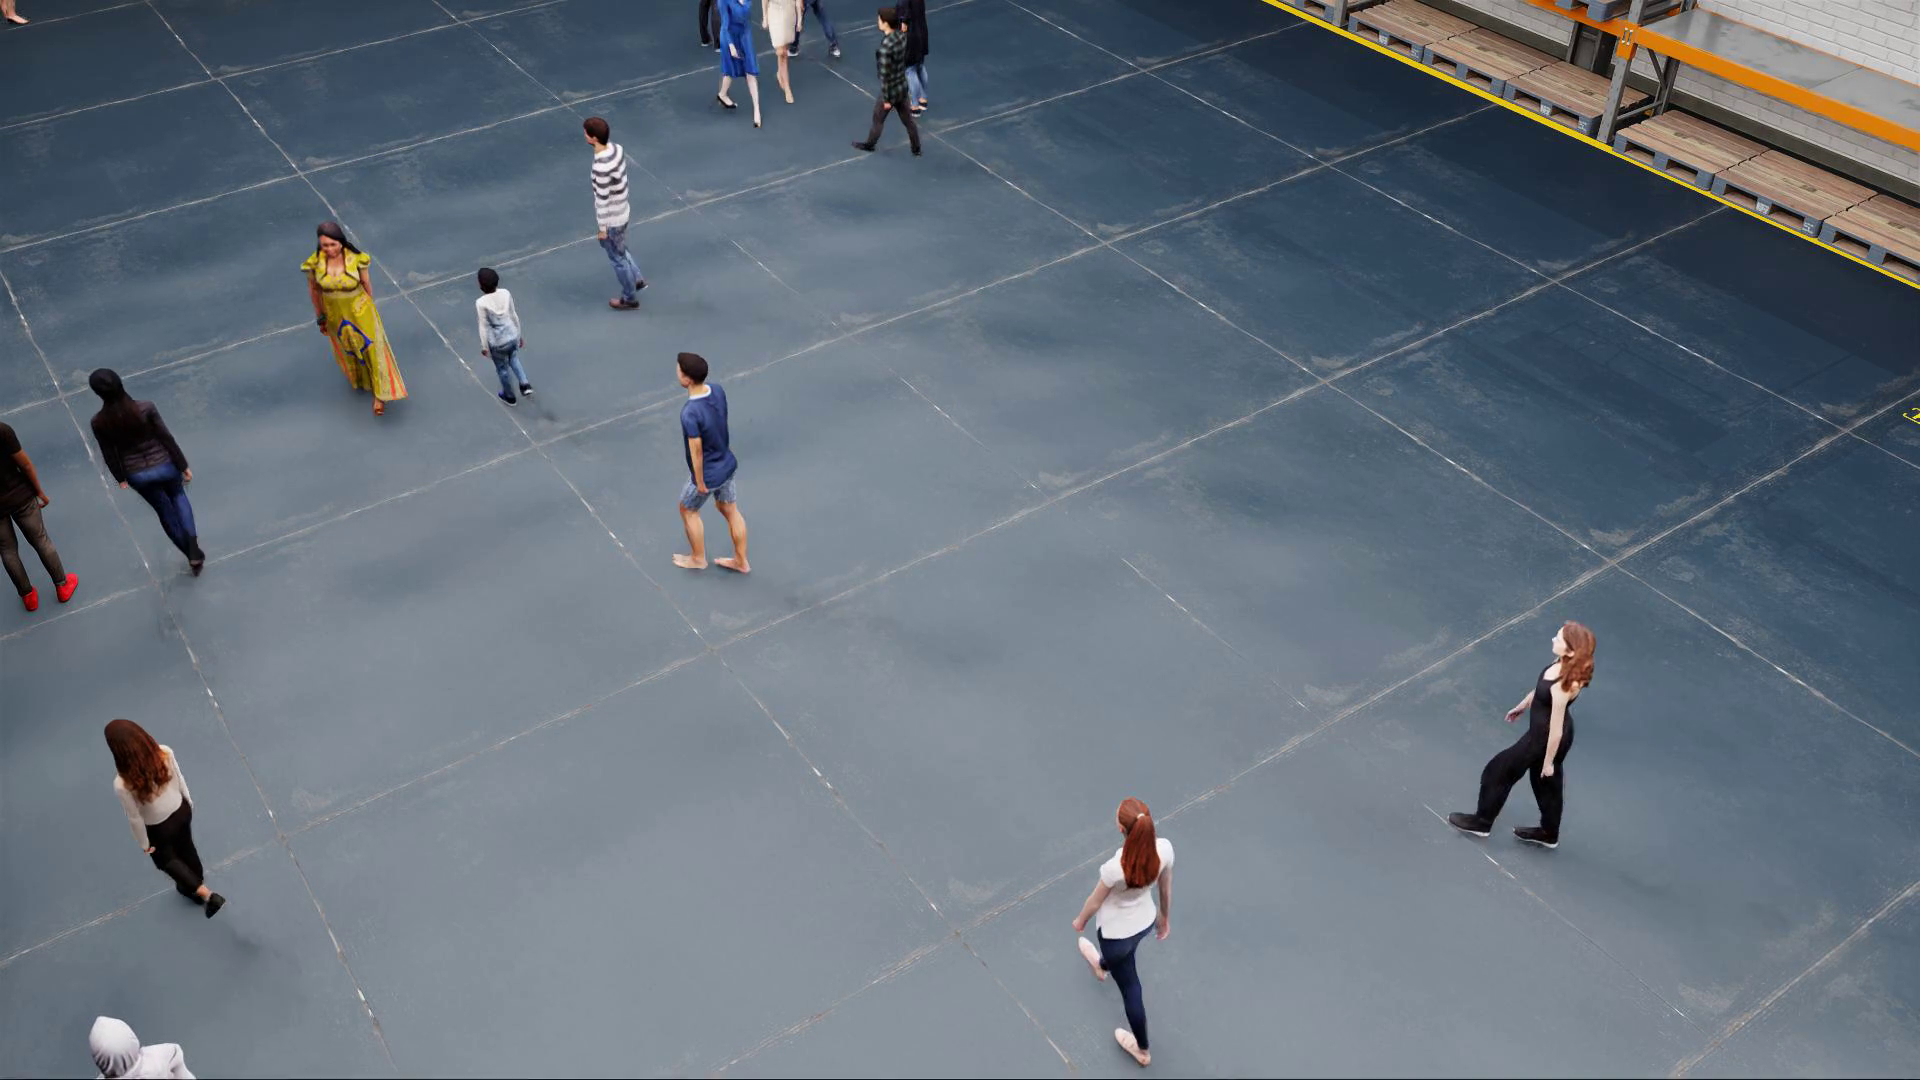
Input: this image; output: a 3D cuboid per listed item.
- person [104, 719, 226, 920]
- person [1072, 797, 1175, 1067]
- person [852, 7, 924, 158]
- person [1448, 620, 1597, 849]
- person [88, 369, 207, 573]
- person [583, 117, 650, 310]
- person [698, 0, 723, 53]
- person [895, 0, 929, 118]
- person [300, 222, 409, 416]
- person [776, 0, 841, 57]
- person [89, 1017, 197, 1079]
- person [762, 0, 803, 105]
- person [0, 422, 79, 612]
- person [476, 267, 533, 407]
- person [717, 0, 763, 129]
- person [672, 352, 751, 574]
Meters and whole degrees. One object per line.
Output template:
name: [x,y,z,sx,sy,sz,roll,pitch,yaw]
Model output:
person: [-4.447,1.607,9.404,0.839,1.473,0.711,21,43,24]
person: [0.926,2.087,8.622,0.582,1.698,1.020,-24,44,-27]
person: [-0.641,-4.699,17.340,1.158,1.678,0.944,21,43,24]
person: [3.522,1.181,9.738,0.986,1.722,0.839,17,42,20]
person: [-5.706,-0.415,11.729,0.719,1.732,0.709,-13,41,-16]
person: [-2.973,-2.870,14.717,0.885,1.839,0.822,5,39,6]
person: [-2.940,-6.679,19.476,0.762,1.851,0.501,-29,47,-32]
person: [-0.507,-5.441,18.061,0.705,1.683,0.714,20,43,23]
person: [-5.033,-1.899,13.681,1.039,1.615,1.305,-9,40,-11]
person: [-1.715,-6.322,19.289,1.105,1.528,0.982,17,42,20]
person: [-3.656,2.789,7.683,0.600,1.775,0.654,30,48,32]
person: [-1.990,-5.794,18.486,0.745,1.705,1.038,-18,42,-21]
person: [-6.620,-0.284,11.506,0.672,1.806,0.587,-16,41,-19]
person: [-3.735,-1.644,13.652,0.608,1.253,0.553,27,46,30]
person: [-2.430,-5.354,17.880,0.992,1.774,0.662,30,47,32]
person: [-1.679,-0.492,11.750,0.917,1.825,0.804,20,43,23]
